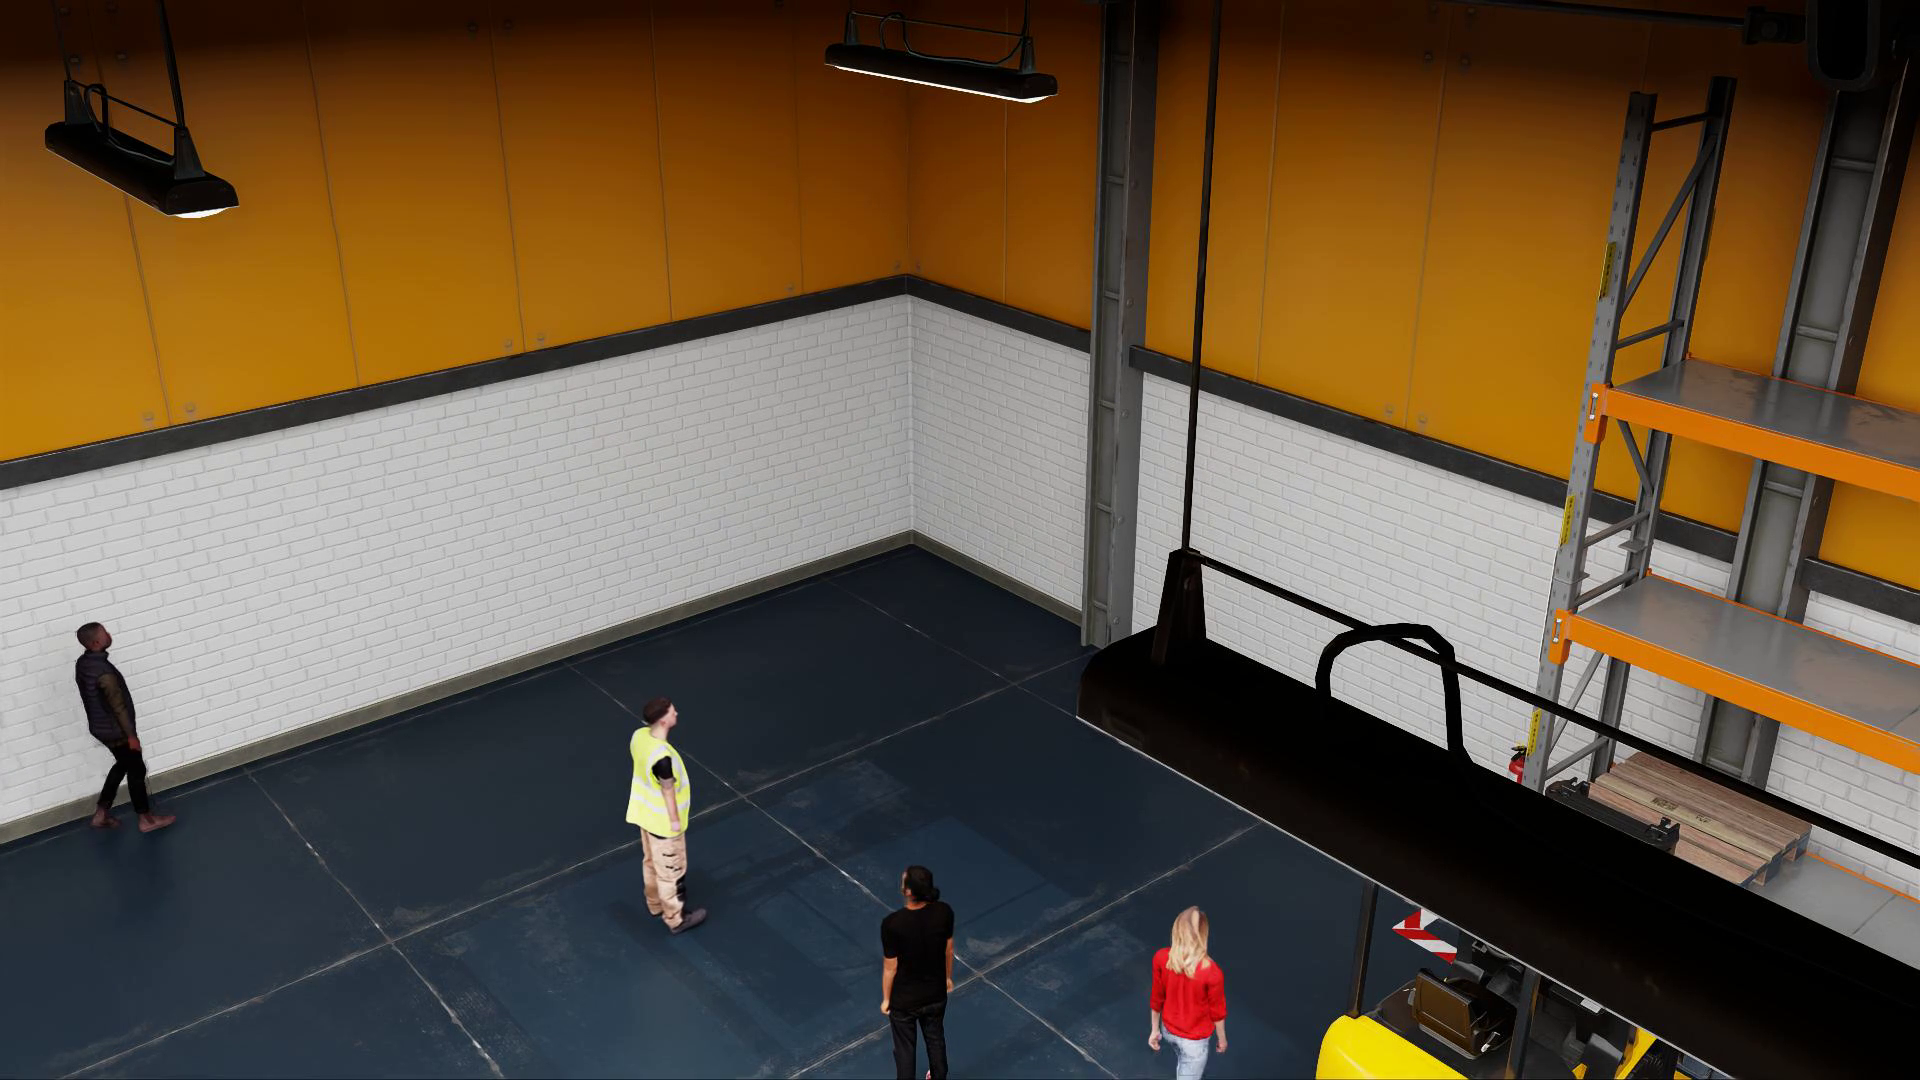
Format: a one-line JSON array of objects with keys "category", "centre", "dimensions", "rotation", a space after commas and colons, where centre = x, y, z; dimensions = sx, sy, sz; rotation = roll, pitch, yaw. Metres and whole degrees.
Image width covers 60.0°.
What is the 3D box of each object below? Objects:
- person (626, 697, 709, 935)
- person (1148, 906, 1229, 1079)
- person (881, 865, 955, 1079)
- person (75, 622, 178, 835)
[{"category": "person", "centre": [-2.105, 1.935, 11.810], "dimensions": [0.793, 1.844, 0.699], "rotation": [-13, 27, -28]}, {"category": "person", "centre": [1.292, 2.947, 9.711], "dimensions": [1.109, 1.672, 0.847], "rotation": [17, 29, 34]}, {"category": "person", "centre": [-0.262, 2.724, 10.115], "dimensions": [0.686, 1.757, 0.648], "rotation": [-11, 26, -23]}, {"category": "person", "centre": [-6.583, 1.477, 12.871], "dimensions": [0.797, 1.833, 0.768], "rotation": [-22, 32, -40]}]
